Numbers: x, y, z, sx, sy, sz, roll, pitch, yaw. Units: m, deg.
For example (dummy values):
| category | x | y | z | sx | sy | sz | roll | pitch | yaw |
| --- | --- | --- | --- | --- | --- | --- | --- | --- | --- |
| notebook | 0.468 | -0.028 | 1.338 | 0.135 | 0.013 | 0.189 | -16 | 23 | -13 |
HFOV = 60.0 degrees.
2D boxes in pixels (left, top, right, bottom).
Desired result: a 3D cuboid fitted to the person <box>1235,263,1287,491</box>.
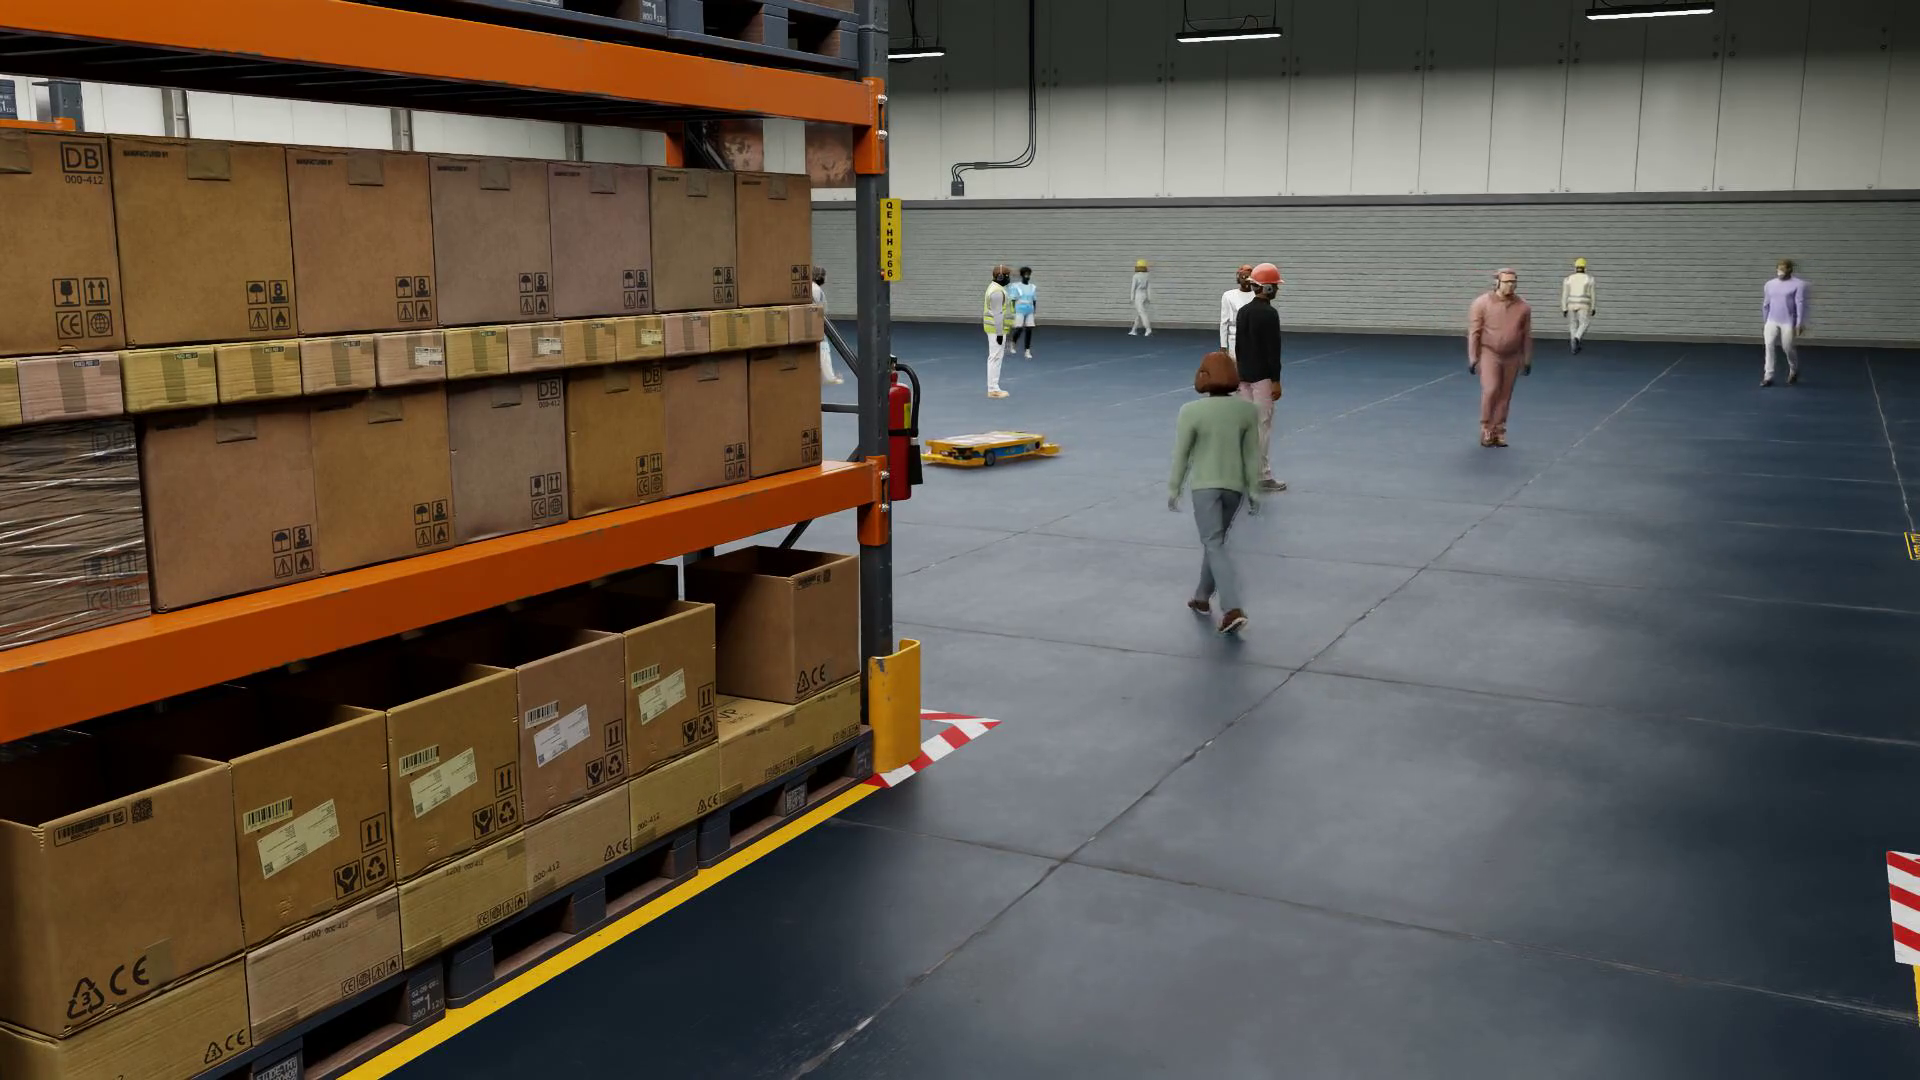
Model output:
| category | x | y | z | sx | sy | sz | roll | pitch | yaw |
| --- | --- | --- | --- | --- | --- | --- | --- | --- | --- |
| person | 2.658 | -1.436 | 14.698 | 0.379 | 1.996 | 0.609 | -4 | 11 | -21 |

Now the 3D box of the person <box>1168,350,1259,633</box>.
| category | x | y | z | sx | sy | sz | roll | pitch | yaw |
| --- | --- | --- | --- | --- | --- | --- | --- | --- | --- |
| person | 1.484 | -0.286 | 9.545 | 0.512 | 1.592 | 0.867 | -3 | 11 | -18 |

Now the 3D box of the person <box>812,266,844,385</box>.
| category | x | y | z | sx | sy | sz | roll | pitch | yaw |
| --- | --- | --- | --- | --- | --- | --- | --- | --- | --- |
| person | -2.260 | -3.189 | 24.836 | 0.965 | 1.797 | 0.632 | -5 | 11 | -25 |

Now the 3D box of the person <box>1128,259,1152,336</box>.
| category | x | y | z | sx | sy | sz | roll | pitch | yaw |
| --- | --- | --- | --- | --- | --- | --- | --- | --- | --- |
| person | 4.063 | -5.418 | 37.195 | 0.495 | 1.708 | 0.846 | -8 | 13 | -36 |

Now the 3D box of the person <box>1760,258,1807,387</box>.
| category | x | y | z | sx | sy | sz | roll | pitch | yaw |
| --- | --- | --- | --- | --- | --- | --- | --- | --- | --- |
| person | 12.275 | -3.240 | 24.774 | 0.847 | 1.913 | 0.637 | -9 | 14 | -40 |

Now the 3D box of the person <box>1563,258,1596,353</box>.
| category | x | y | z | sx | sy | sz | roll | pitch | yaw |
| --- | --- | --- | --- | --- | --- | --- | --- | --- | --- |
| person | 11.714 | -4.432 | 31.520 | 0.606 | 1.814 | 0.631 | 8 | 13 | 39 |

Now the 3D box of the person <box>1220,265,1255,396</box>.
| category | x | y | z | sx | sy | sz | roll | pitch | yaw |
| --- | --- | --- | --- | --- | --- | --- | --- | --- | --- |
| person | 3.436 | -2.376 | 20.129 | 0.586 | 1.882 | 0.343 | -1 | 10 | -5 |

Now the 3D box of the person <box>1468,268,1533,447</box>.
| category | x | y | z | sx | sy | sz | roll | pitch | yaw |
| --- | --- | --- | --- | --- | --- | --- | --- | --- | --- |
| person | 5.745 | -1.917 | 17.585 | 0.672 | 1.892 | 0.508 | -1 | 10 | -6 |

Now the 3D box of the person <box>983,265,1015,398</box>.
| category | x | y | z | sx | sy | sz | roll | pitch | yaw |
| --- | --- | --- | --- | --- | --- | --- | --- | --- | --- |
| person | 0.541 | -2.888 | 23.072 | 0.430 | 1.836 | 0.628 | 0 | 10 | -2 |

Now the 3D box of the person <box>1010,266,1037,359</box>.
| category | x | y | z | sx | sy | sz | roll | pitch | yaw |
| --- | --- | --- | --- | --- | --- | --- | --- | --- | --- |
| person | 1.145 | -4.150 | 30.333 | 0.547 | 1.685 | 0.448 | -5 | 11 | -25 |

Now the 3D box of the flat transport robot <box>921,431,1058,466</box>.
| category | x | y | z | sx | sy | sz | roll | pitch | yaw |
| --- | --- | --- | --- | --- | --- | --- | --- | --- | --- |
| flat transport robot | 0.281 | -0.925 | 16.618 | 0.652 | 0.197 | 1.431 | 9 | 14 | 42 |
